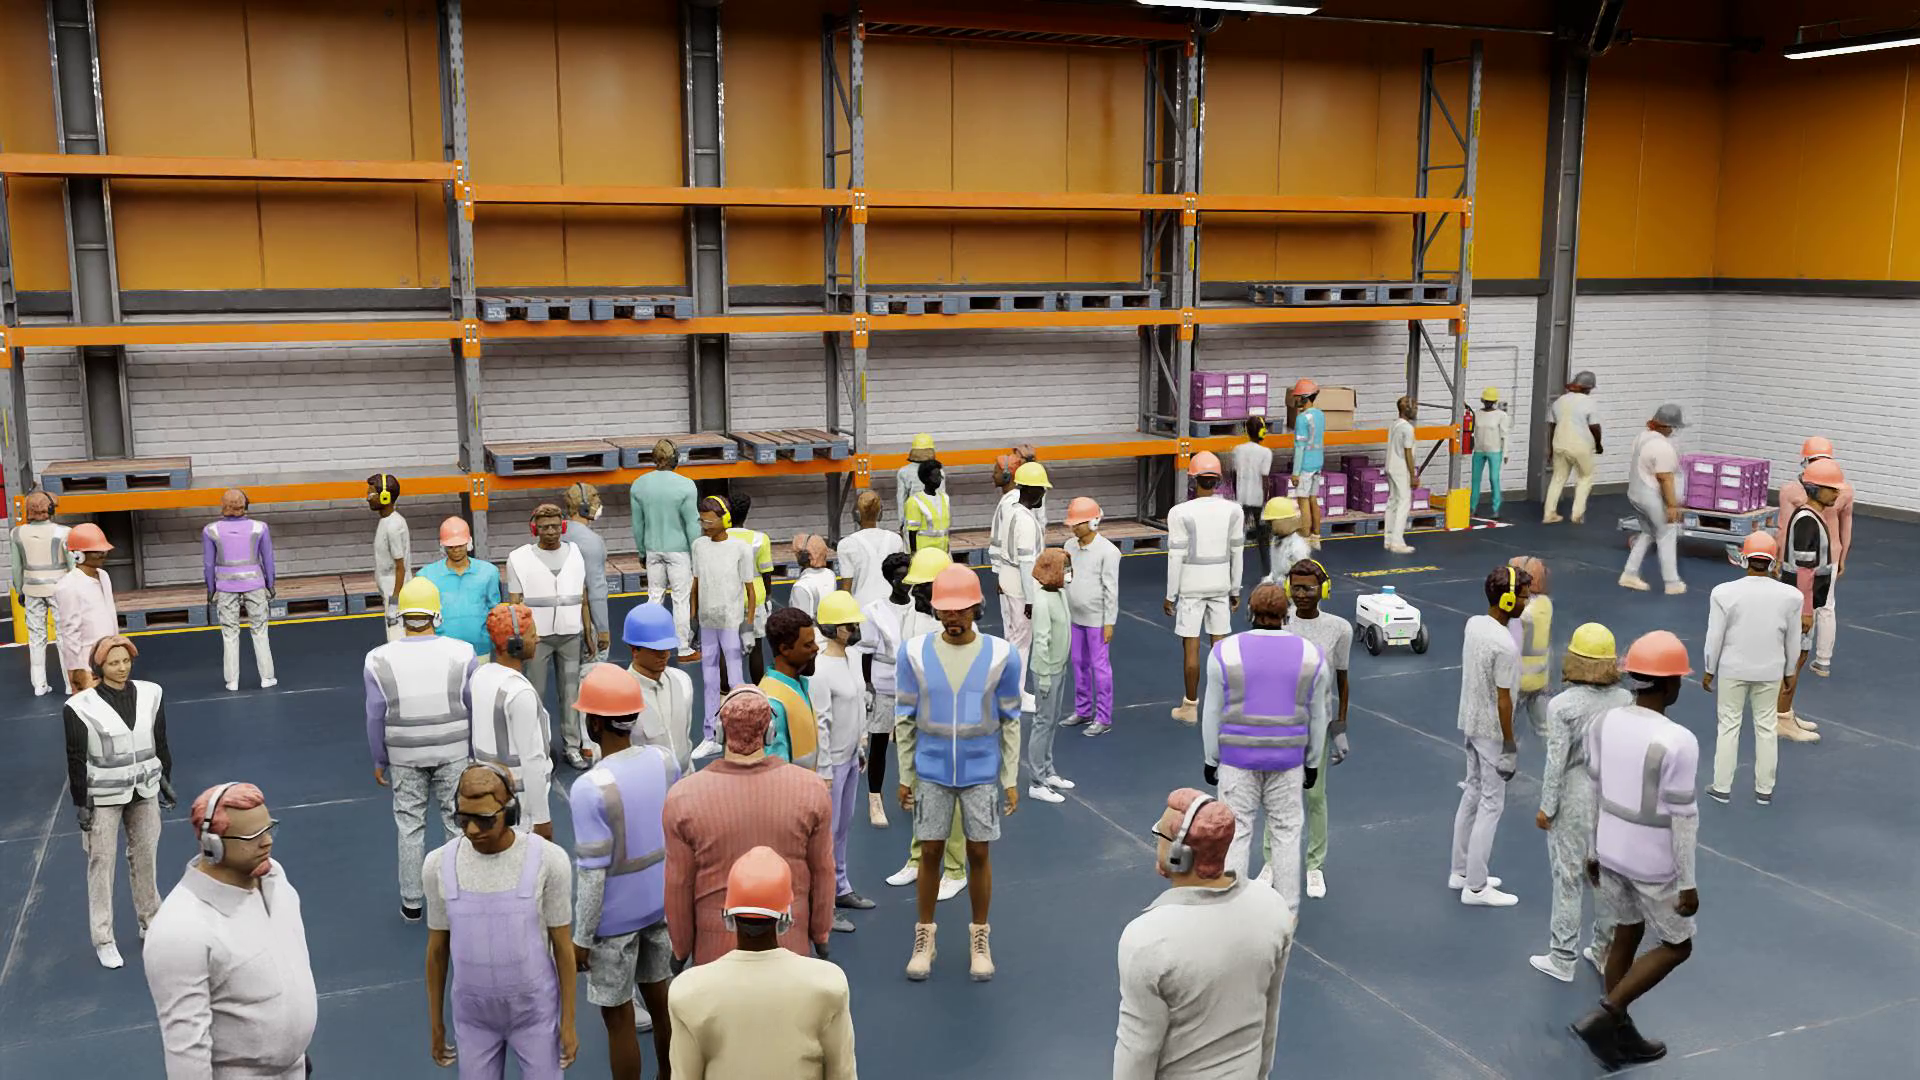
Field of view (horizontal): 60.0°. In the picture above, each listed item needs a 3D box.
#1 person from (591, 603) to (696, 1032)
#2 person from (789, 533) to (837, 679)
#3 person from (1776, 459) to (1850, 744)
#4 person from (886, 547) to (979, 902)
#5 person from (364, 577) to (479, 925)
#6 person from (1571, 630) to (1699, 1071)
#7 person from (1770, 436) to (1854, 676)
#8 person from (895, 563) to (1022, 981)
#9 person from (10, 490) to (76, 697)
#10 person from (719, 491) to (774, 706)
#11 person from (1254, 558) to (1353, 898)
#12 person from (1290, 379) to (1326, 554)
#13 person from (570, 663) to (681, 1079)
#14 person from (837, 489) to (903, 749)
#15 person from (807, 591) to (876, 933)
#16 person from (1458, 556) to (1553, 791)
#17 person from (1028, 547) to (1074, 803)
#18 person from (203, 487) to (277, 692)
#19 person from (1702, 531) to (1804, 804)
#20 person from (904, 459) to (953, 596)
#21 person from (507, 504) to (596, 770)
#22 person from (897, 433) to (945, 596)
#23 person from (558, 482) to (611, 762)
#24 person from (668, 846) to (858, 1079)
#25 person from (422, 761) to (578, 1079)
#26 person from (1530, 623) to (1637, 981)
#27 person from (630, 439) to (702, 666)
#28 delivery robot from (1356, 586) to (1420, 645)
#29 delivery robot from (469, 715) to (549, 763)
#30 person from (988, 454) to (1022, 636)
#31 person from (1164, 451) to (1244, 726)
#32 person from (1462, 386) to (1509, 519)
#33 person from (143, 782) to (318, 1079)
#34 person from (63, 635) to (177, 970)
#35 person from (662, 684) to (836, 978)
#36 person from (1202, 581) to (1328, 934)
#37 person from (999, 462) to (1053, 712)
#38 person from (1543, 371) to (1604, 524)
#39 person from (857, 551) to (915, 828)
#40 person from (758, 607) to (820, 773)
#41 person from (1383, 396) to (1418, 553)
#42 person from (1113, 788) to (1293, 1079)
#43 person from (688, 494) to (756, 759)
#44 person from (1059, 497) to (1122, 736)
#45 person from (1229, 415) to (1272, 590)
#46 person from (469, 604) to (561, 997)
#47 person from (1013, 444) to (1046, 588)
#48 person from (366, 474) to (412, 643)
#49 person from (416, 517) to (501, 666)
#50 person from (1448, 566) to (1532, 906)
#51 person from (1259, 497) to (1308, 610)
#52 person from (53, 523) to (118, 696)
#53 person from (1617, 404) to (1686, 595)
[{"bbox_3d":[-1.409,1.234,7.573,0.406,1.945,0.615,7,12,33],"label":"person"},{"bbox_3d":[-0.984,0.762,11.173,0.310,1.642,0.514,4,10,20],"label":"person"},{"bbox_3d":[6.096,0.429,11.941,0.387,2.039,0.614,5,11,25],"label":"person"},{"bbox_3d":[-0.147,0.986,9.050,0.587,1.930,0.359,9,14,43],"label":"person"},{"bbox_3d":[-2.775,1.098,8.688,0.587,1.833,0.404,-3,10,-17],"label":"person"},{"bbox_3d":[2.855,1.339,7.033,0.512,1.924,0.571,-4,11,-22],"label":"person"},{"bbox_3d":[7.023,0.139,13.740,0.608,1.996,0.379,0,10,2],"label":"person"},{"bbox_3d":[-0.009,1.114,7.983,0.609,2.044,0.394,1,10,5],"label":"person"},{"bbox_3d":[-7.172,0.429,13.099,0.525,1.639,0.307,0,10,-3],"label":"person"},{"bbox_3d":[-1.683,0.472,12.686,0.535,1.697,0.318,0,10,-2],"label":"person"},{"bbox_3d":[1.860,1.015,9.053,0.521,1.874,0.327,4,11,20],"label":"person"},{"bbox_3d":[4.015,-0.856,19.377,0.406,2.035,0.608,7,12,35],"label":"person"},{"bbox_3d":[-1.320,1.430,6.470,0.364,1.939,0.542,6,11,30],"label":"person"},{"bbox_3d":[-0.643,0.558,11.764,0.506,1.846,0.345,-6,12,-31],"label":"person"},{"bbox_3d":[-0.624,1.134,8.663,0.305,1.772,0.529,3,10,17],"label":"person"},{"bbox_3d":[3.607,0.891,10.506,0.520,1.604,0.813,-9,13,-42],"label":"person"},{"bbox_3d":[0.591,0.850,10.688,0.268,1.632,0.509,3,10,17],"label":"person"},{"bbox_3d":[-5.739,0.398,13.276,0.523,1.638,0.311,-4,11,-20],"label":"person"},{"bbox_3d":[5.021,0.809,10.578,0.572,1.750,0.330,2,10,10],"label":"person"},{"bbox_3d":[-0.267,0.127,14.663,0.319,1.699,0.532,8,13,39],"label":"person"},{"bbox_3d":[-2.748,0.658,11.190,0.570,1.840,0.373,-6,11,-30],"label":"person"},{"bbox_3d":[-0.366,-0.175,16.285,0.493,1.739,0.313,2,10,14],"label":"person"},{"bbox_3d":[-2.595,0.558,11.490,0.367,1.939,0.635,-8,13,-39],"label":"person"},{"bbox_3d":[-0.586,1.774,5.014,0.561,1.753,0.327,-1,10,-5],"label":"person"},{"bbox_3d":[-1.555,1.625,5.658,0.515,1.835,0.354,0,10,0],"label":"person"},{"bbox_3d":[3.007,1.256,8.032,0.494,1.743,0.302,-3,10,-16],"label":"person"},{"bbox_3d":[-2.469,0.107,14.090,0.630,1.940,0.373,3,10,18],"label":"person"},{"bbox_3d":[3.775,0.649,14.682,0.477,0.478,0.707,-1,10,-8],"label":"delivery robot"},{"bbox_3d":[-3.110,1.280,11.047,0.707,0.478,0.477,-6,11,-30],"label":"delivery robot"},{"bbox_3d":[0.393,0.237,13.504,0.355,1.883,0.575,1,10,7],"label":"person"},{"bbox_3d":[1.794,0.357,12.350,0.615,2.041,0.388,-3,10,-17],"label":"person"},{"bbox_3d":[6.892,-1.156,21.884,0.628,1.756,0.393,6,12,32],"label":"person"},{"bbox_3d":[-2.198,1.672,5.170,0.405,1.906,0.652,1,10,4],"label":"person"},{"bbox_3d":[-4.148,1.271,8.241,0.309,1.641,0.512,6,12,32],"label":"person"},{"bbox_3d":[-0.790,1.479,6.278,0.641,1.908,0.407,-2,10,-14],"label":"person"},{"bbox_3d":[1.558,1.125,8.561,0.632,1.834,0.432,0,10,0],"label":"person"},{"bbox_3d":[0.502,0.360,12.697,0.396,1.920,0.586,-1,10,-6],"label":"person"},{"bbox_3d":[7.892,-1.202,21.336,0.576,2.000,0.699,-5,11,-28],"label":"person"},{"bbox_3d":[-0.372,0.905,10.189,0.532,1.697,0.319,-5,11,-26],"label":"person"},{"bbox_3d":[-0.804,1.246,7.587,0.392,1.920,0.587,0,10,0],"label":"person"},{"bbox_3d":[5.140,-0.766,19.425,0.356,1.834,0.519,-1,10,-8],"label":"person"},{"bbox_3d":[0.697,1.683,5.090,0.643,1.913,0.410,-7,12,-35],"label":"person"},{"bbox_3d":[-1.646,0.608,11.419,0.536,1.863,0.314,5,11,24],"label":"person"},{"bbox_3d":[0.920,0.546,12.134,0.356,1.742,0.575,-7,12,-37],"label":"person"},{"bbox_3d":[3.033,-0.392,17.315,0.542,1.819,0.973,9,13,43],"label":"person"},{"bbox_3d":[-2.078,1.224,7.812,0.348,1.882,0.584,-8,13,-39],"label":"person"},{"bbox_3d":[0.659,-0.133,16.370,0.324,1.629,0.524,-9,13,-41],"label":"person"},{"bbox_3d":[-4.258,0.430,12.429,0.322,1.871,0.531,-4,11,-23],"label":"person"},{"bbox_3d":[-3.349,0.705,11.173,0.572,1.750,0.331,-4,11,-23],"label":"person"},{"bbox_3d":[2.849,1.048,8.926,0.334,1.856,0.527,-1,10,-6],"label":"person"},{"bbox_3d":[2.407,0.528,12.349,0.678,1.701,0.511,-2,10,-9],"label":"person"},{"bbox_3d":[-5.656,0.755,10.884,0.338,1.752,0.565,0,10,-2],"label":"person"},{"bbox_3d":[7.211,-0.459,17.056,0.655,2.000,0.718,0,10,0],"label":"person"}]
